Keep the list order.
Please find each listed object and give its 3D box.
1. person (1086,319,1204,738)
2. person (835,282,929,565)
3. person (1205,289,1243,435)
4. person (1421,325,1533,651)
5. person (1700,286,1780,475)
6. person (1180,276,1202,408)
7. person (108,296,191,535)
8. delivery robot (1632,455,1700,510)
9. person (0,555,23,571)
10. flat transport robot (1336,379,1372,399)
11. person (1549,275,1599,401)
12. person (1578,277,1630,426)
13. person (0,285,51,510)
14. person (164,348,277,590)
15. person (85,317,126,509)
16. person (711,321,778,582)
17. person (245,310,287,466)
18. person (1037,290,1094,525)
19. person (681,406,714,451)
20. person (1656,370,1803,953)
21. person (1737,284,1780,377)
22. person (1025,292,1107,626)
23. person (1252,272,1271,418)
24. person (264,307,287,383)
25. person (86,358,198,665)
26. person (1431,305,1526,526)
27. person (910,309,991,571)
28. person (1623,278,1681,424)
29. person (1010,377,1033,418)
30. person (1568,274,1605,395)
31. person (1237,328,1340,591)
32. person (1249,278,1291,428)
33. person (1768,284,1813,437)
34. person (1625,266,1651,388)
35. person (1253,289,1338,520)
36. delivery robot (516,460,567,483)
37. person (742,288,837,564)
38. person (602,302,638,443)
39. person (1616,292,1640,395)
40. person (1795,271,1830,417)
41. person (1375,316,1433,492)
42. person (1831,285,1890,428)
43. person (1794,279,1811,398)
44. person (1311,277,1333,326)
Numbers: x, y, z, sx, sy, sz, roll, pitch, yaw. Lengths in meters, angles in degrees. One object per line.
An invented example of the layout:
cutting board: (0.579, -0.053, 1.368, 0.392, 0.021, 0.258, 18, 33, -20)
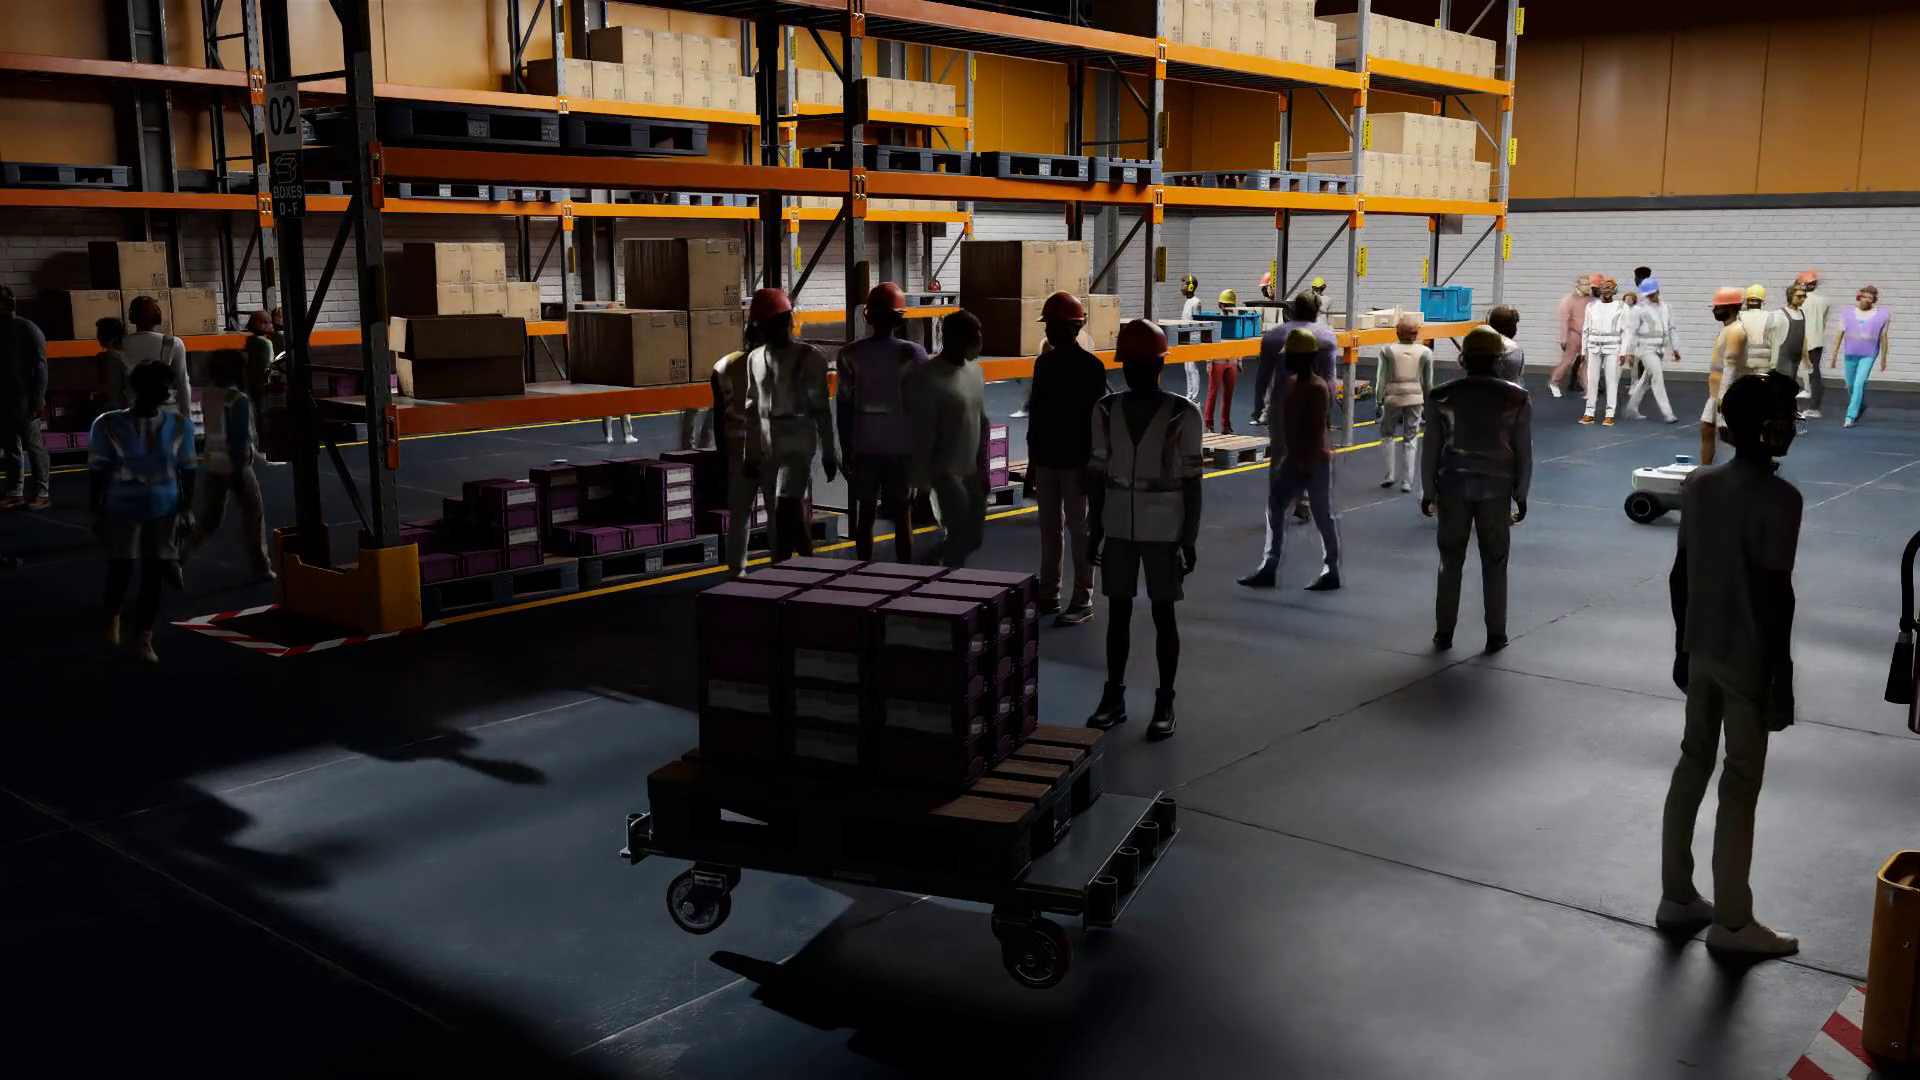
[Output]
person: (0.835, -0.045, 7.658, 0.549, 1.936, 0.377, 5, 11, 25)
person: (-0.472, -0.593, 10.476, 0.609, 2.043, 0.397, 3, 10, 15)
person: (3.172, -2.110, 19.908, 0.528, 1.765, 0.328, -5, 11, -27)
person: (2.899, -0.291, 9.363, 0.597, 1.828, 0.403, 3, 10, 17)
person: (7.144, -1.382, 15.358, 0.787, 1.914, 0.556, 2, 10, 13)
person: (3.235, -2.779, 23.419, 0.325, 1.871, 0.516, -1, 10, -6)
person: (-6.320, -0.962, 13.034, 0.575, 1.883, 0.362, -2, 10, -11)
delivery robot: (5.909, -0.452, 13.642, 0.707, 0.478, 0.477, 7, 12, 35)
person: (-7.004, -0.588, 11.257, 0.966, 1.769, 0.600, -8, 13, -38)
flat transport robot: (5.796, -2.287, 25.167, 0.652, 0.197, 1.431, 4, 11, 22)
person: (9.210, -3.032, 24.869, 0.652, 1.870, 0.924, -3, 10, -17)
person: (8.198, -2.395, 21.186, 0.590, 1.879, 0.344, 9, 13, 41)
person: (-8.149, -1.221, 14.349, 0.629, 1.940, 0.376, 3, 10, 16)
person: (-4.906, -0.463, 10.997, 0.518, 1.616, 0.759, 7, 12, 35)
person: (-7.425, -1.144, 14.712, 0.539, 1.660, 0.837, 6, 12, 32)
person: (-1.314, -0.576, 10.997, 0.632, 1.836, 0.430, 1, 10, 8)
person: (-7.156, -1.556, 17.146, 0.523, 1.625, 0.346, 8, 13, 40)
person: (0.841, -1.080, 13.618, 0.587, 1.919, 0.403, -10, 14, -43)
person: (-2.672, -1.756, 17.272, 0.567, 1.975, 0.655, -4, 11, -23)
person: (2.505, 0.389, 5.380, 0.332, 1.872, 0.514, -3, 10, -16)
person: (9.277, -2.078, 19.531, 0.600, 1.831, 0.404, 4, 11, 23)
person: (0.617, -0.488, 10.017, 0.375, 1.995, 0.611, -8, 13, -39)
person: (4.084, -2.548, 21.906, 0.378, 1.936, 0.548, -3, 10, -16)
person: (-7.287, -1.688, 17.902, 0.497, 1.629, 0.276, 7, 12, 34)
person: (-4.440, -0.150, 9.064, 0.545, 1.650, 0.420, -7, 12, -37)
person: (4.223, -0.992, 13.430, 0.751, 1.811, 0.636, -4, 11, -20)
person: (-0.105, -0.378, 9.606, 0.639, 1.917, 0.648, 6, 12, 30)
person: (8.963, -2.445, 21.514, 0.618, 1.880, 0.888, -5, 11, -28)
person: (0.935, -2.573, 22.130, 0.544, 1.903, 0.601, -5, 11, -26)
person: (9.803, -3.205, 25.873, 0.545, 1.881, 1.038, -1, 10, -5)
person: (2.181, -0.510, 10.881, 0.786, 1.730, 0.539, -3, 10, -17)
person: (3.940, -2.370, 20.968, 0.409, 1.911, 0.651, -5, 11, -26)
person: (10.078, -2.167, 20.086, 0.539, 1.842, 0.541, -6, 12, -31)
person: (10.995, -3.427, 26.833, 0.367, 1.962, 0.613, 8, 13, 37)
person: (2.728, -1.080, 13.602, 0.705, 1.912, 0.642, 3, 10, 18)
delivery robot: (-3.199, -0.402, 13.357, 0.477, 0.478, 0.707, 9, 13, 41)
person: (-1.165, -0.548, 10.334, 0.629, 1.999, 0.919, 7, 12, 36)
person: (-3.993, -1.932, 19.265, 0.498, 1.633, 0.285, 1, 10, 8)
person: (10.178, -2.978, 25.349, 0.526, 1.578, 0.886, 8, 13, 38)
person: (11.378, -2.652, 22.477, 0.617, 1.952, 0.886, -1, 10, -7)
person: (4.127, -1.265, 15.500, 0.542, 1.618, 0.563, 1, 10, 5)
person: (11.467, -2.344, 21.161, 0.605, 1.803, 0.903, 9, 13, 42)
person: (12.550, -3.029, 24.992, 0.766, 1.812, 0.605, 1, 10, 4)
person: (6.022, -3.536, 28.011, 0.528, 1.772, 0.300, -4, 11, -23)
